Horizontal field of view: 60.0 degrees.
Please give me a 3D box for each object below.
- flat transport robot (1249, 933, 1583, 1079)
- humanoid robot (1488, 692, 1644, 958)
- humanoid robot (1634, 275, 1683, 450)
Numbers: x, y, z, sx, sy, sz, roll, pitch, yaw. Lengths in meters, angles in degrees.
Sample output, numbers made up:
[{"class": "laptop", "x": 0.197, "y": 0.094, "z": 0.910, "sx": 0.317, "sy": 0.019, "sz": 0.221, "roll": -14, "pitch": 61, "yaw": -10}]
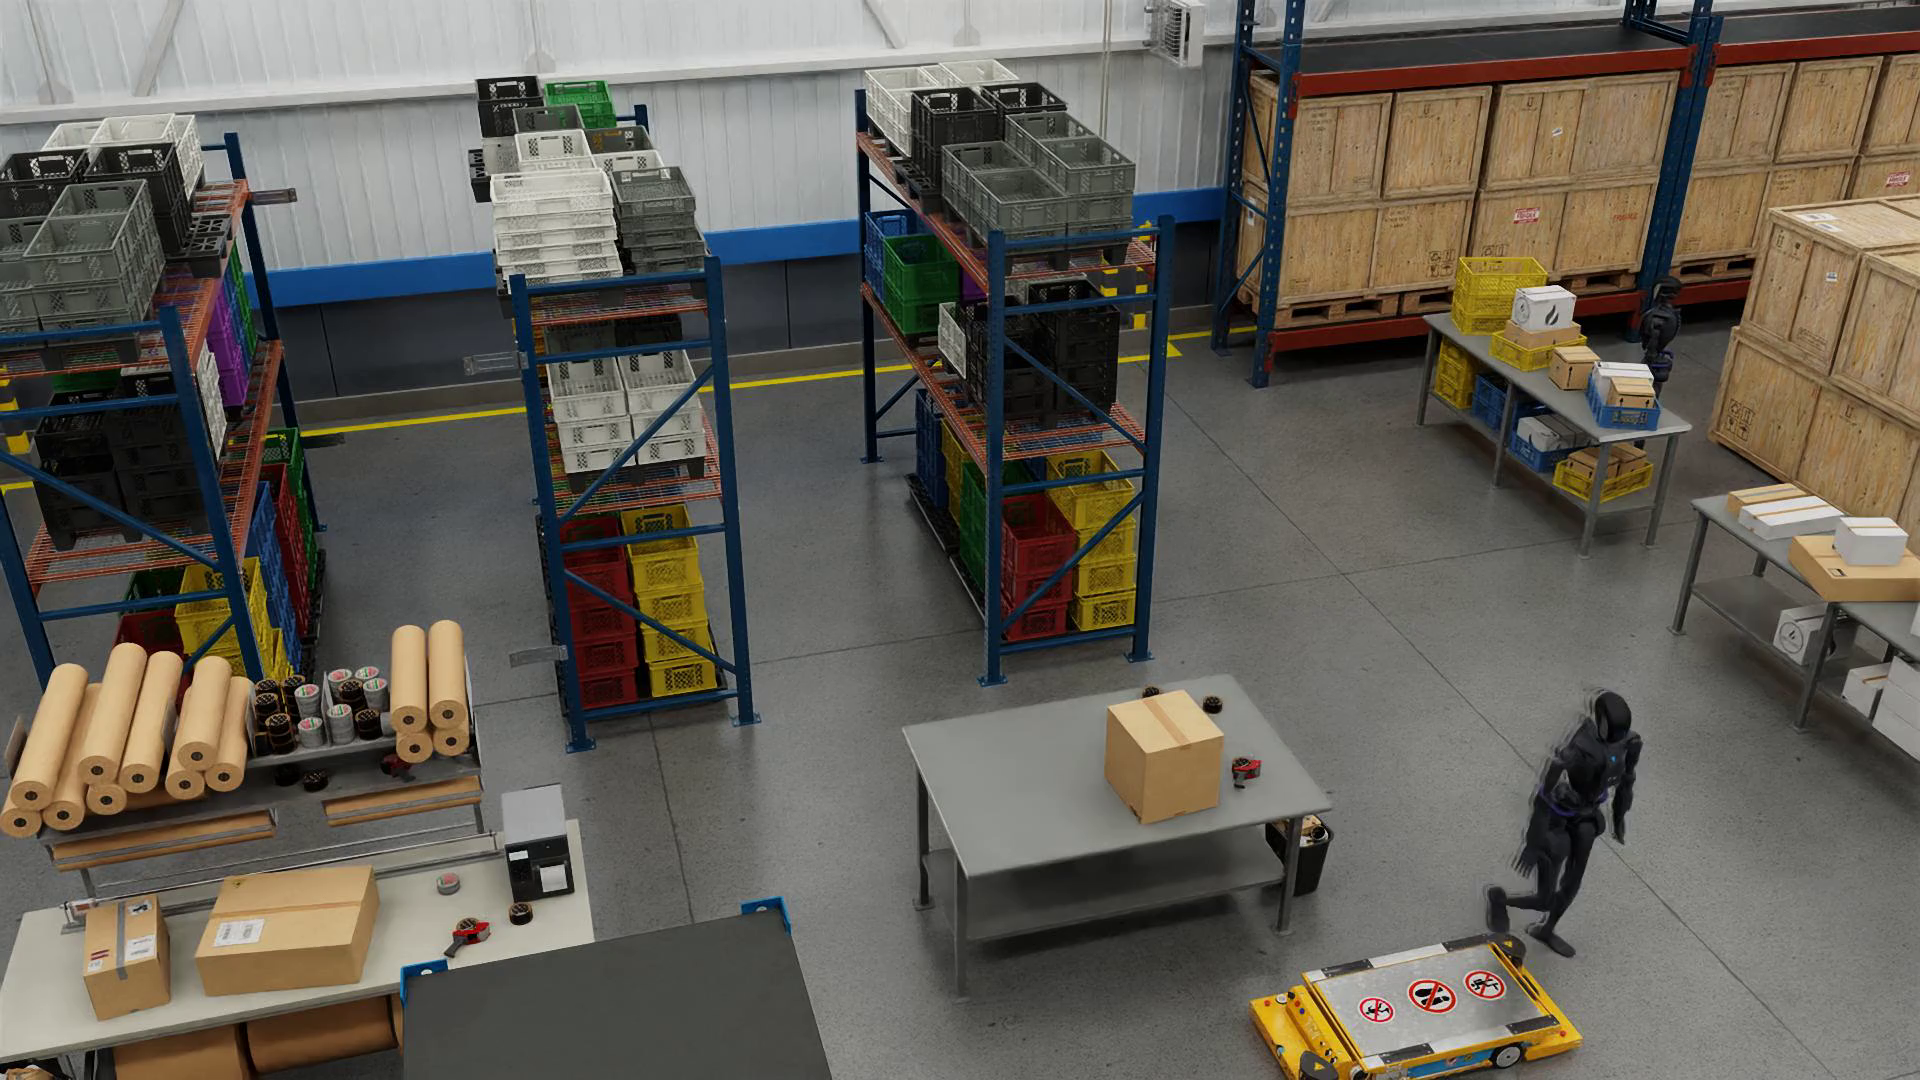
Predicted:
[{"class": "flat transport robot", "x": 2.184, "y": 2.282, "z": 7.980, "sx": 1.431, "sy": 0.197, "sz": 0.652, "roll": -8, "pitch": 30, "yaw": -14}, {"class": "humanoid robot", "x": 3.006, "y": 1.385, "z": 8.196, "sx": 0.642, "sy": 1.634, "sz": 0.469, "roll": -14, "pitch": 32, "yaw": -24}, {"class": "humanoid robot", "x": 5.372, "y": -1.280, "z": 13.013, "sx": 0.329, "sy": 1.657, "sz": 0.583, "roll": 14, "pitch": 32, "yaw": 23}]
